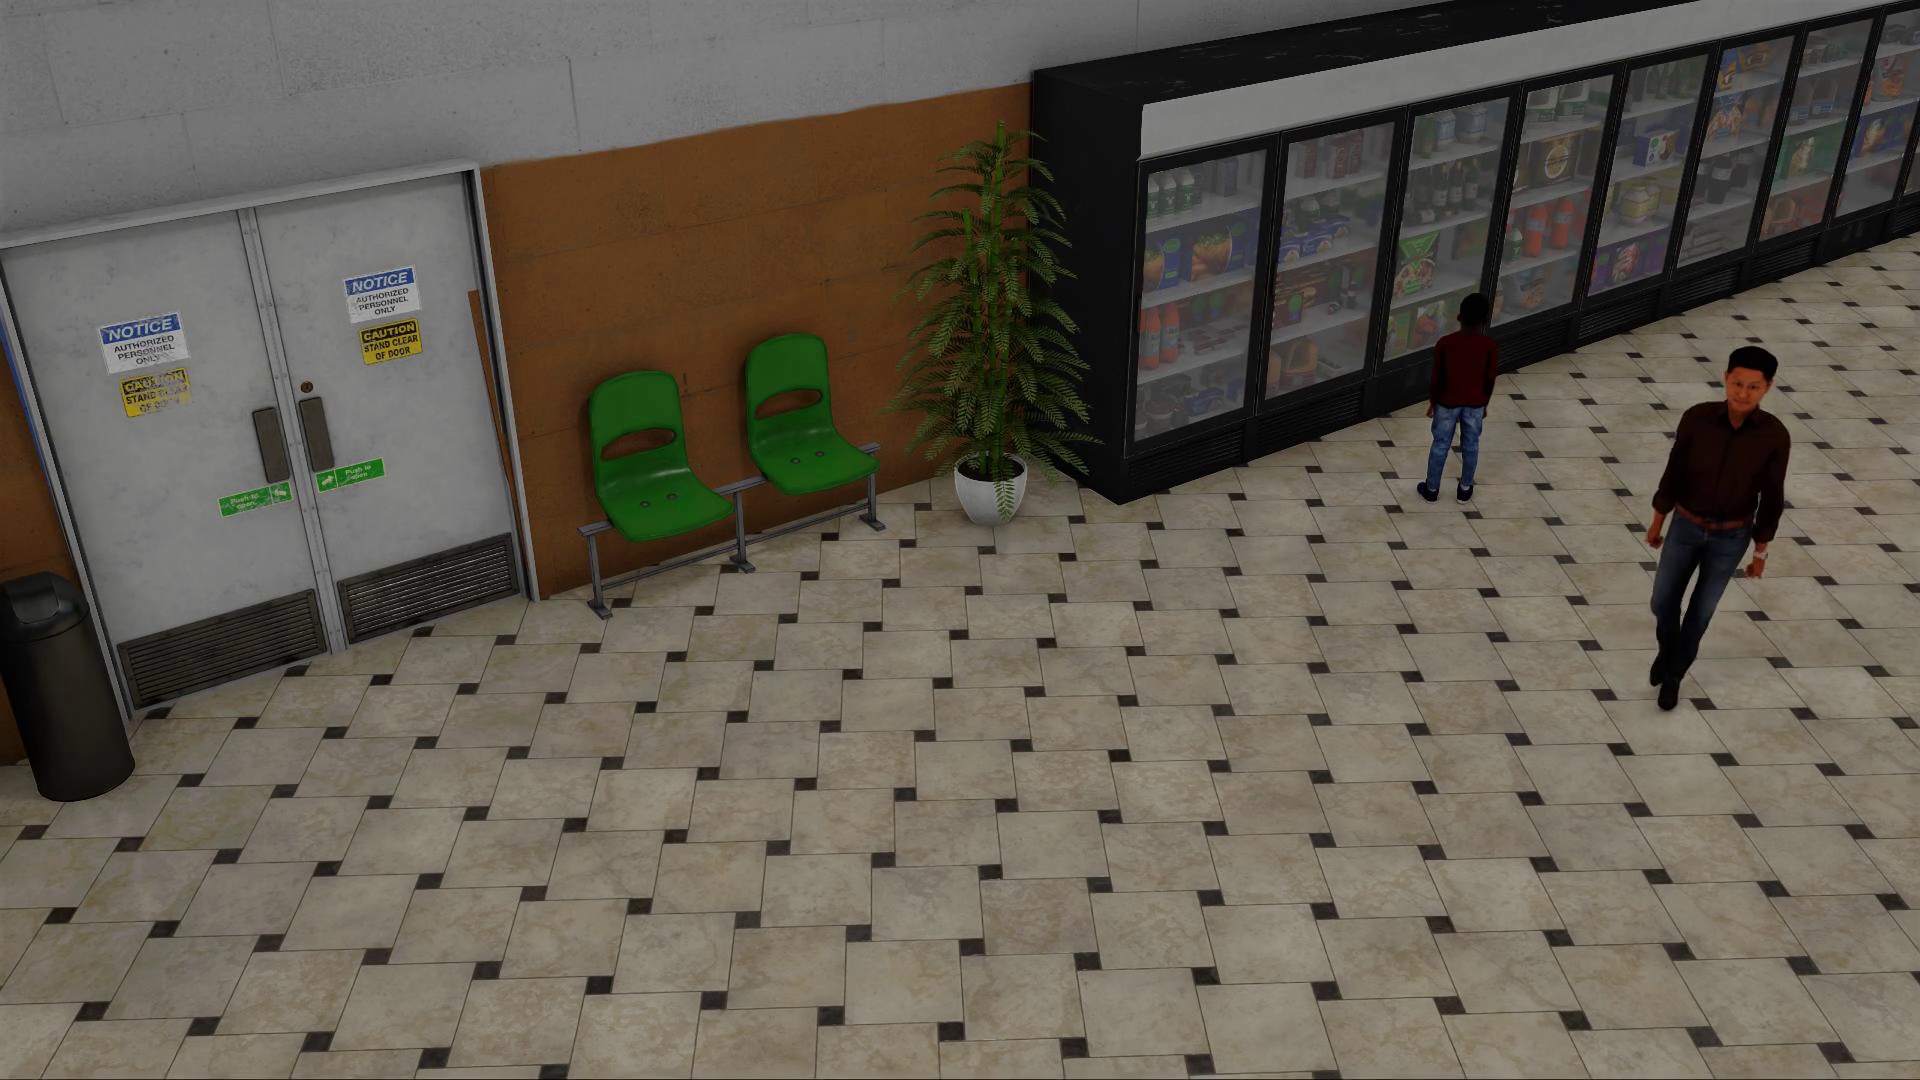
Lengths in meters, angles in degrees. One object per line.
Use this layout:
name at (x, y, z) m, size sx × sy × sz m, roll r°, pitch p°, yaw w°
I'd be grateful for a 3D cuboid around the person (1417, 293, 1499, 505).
person at (2.804, -0.786, 9.312) m, size 0.588 × 1.256 × 0.640 m, roll 3°, pitch 29°, yaw 5°

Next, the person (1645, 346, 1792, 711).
person at (3.367, -0.069, 7.460) m, size 0.747 × 1.772 × 0.851 m, roll 14°, pitch 32°, yaw 25°
